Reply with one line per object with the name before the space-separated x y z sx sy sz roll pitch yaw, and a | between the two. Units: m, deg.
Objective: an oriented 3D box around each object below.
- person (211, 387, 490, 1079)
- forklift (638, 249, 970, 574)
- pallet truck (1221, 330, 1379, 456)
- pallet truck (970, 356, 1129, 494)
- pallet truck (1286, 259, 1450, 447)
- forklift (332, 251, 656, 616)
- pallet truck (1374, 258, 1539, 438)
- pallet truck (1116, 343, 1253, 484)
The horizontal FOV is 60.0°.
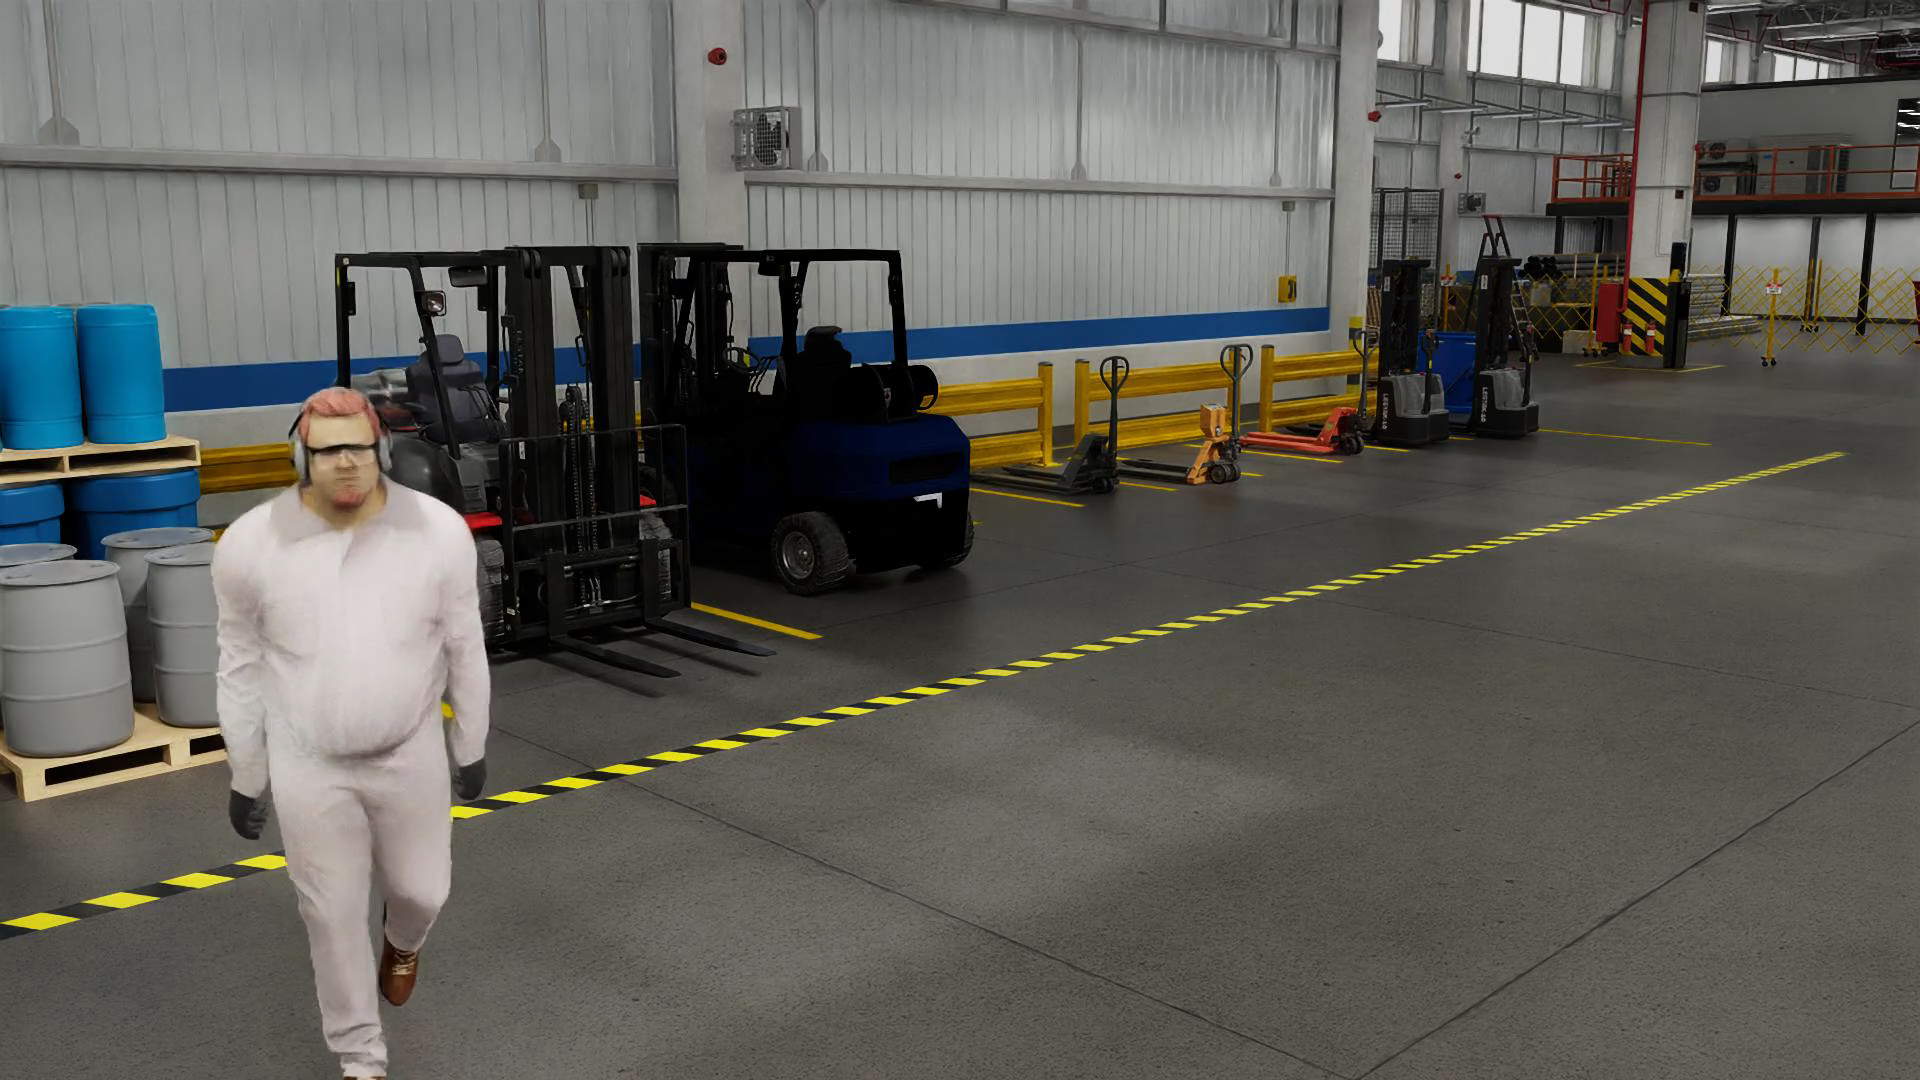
person | -1.573 0.523 4.352 0.661 1.883 0.715 -4 11 -22
forklift | -1.173 -0.958 11.239 2.680 1.987 1.157 10 14 43
pallet truck | 3.563 -1.581 17.381 0.653 1.274 1.630 -10 14 -44
pallet truck | 0.784 -1.085 14.876 0.680 1.201 1.601 -10 14 -44
pallet truck | 4.493 -2.078 18.196 0.823 1.965 1.885 -9 14 -40
forklift | -2.833 -0.669 9.694 1.157 1.987 2.680 -10 14 -44
pallet truck | 5.704 -2.208 18.901 1.885 1.965 0.823 10 14 43
pallet truck | 1.962 -1.215 15.415 1.522 1.261 0.704 10 14 43
